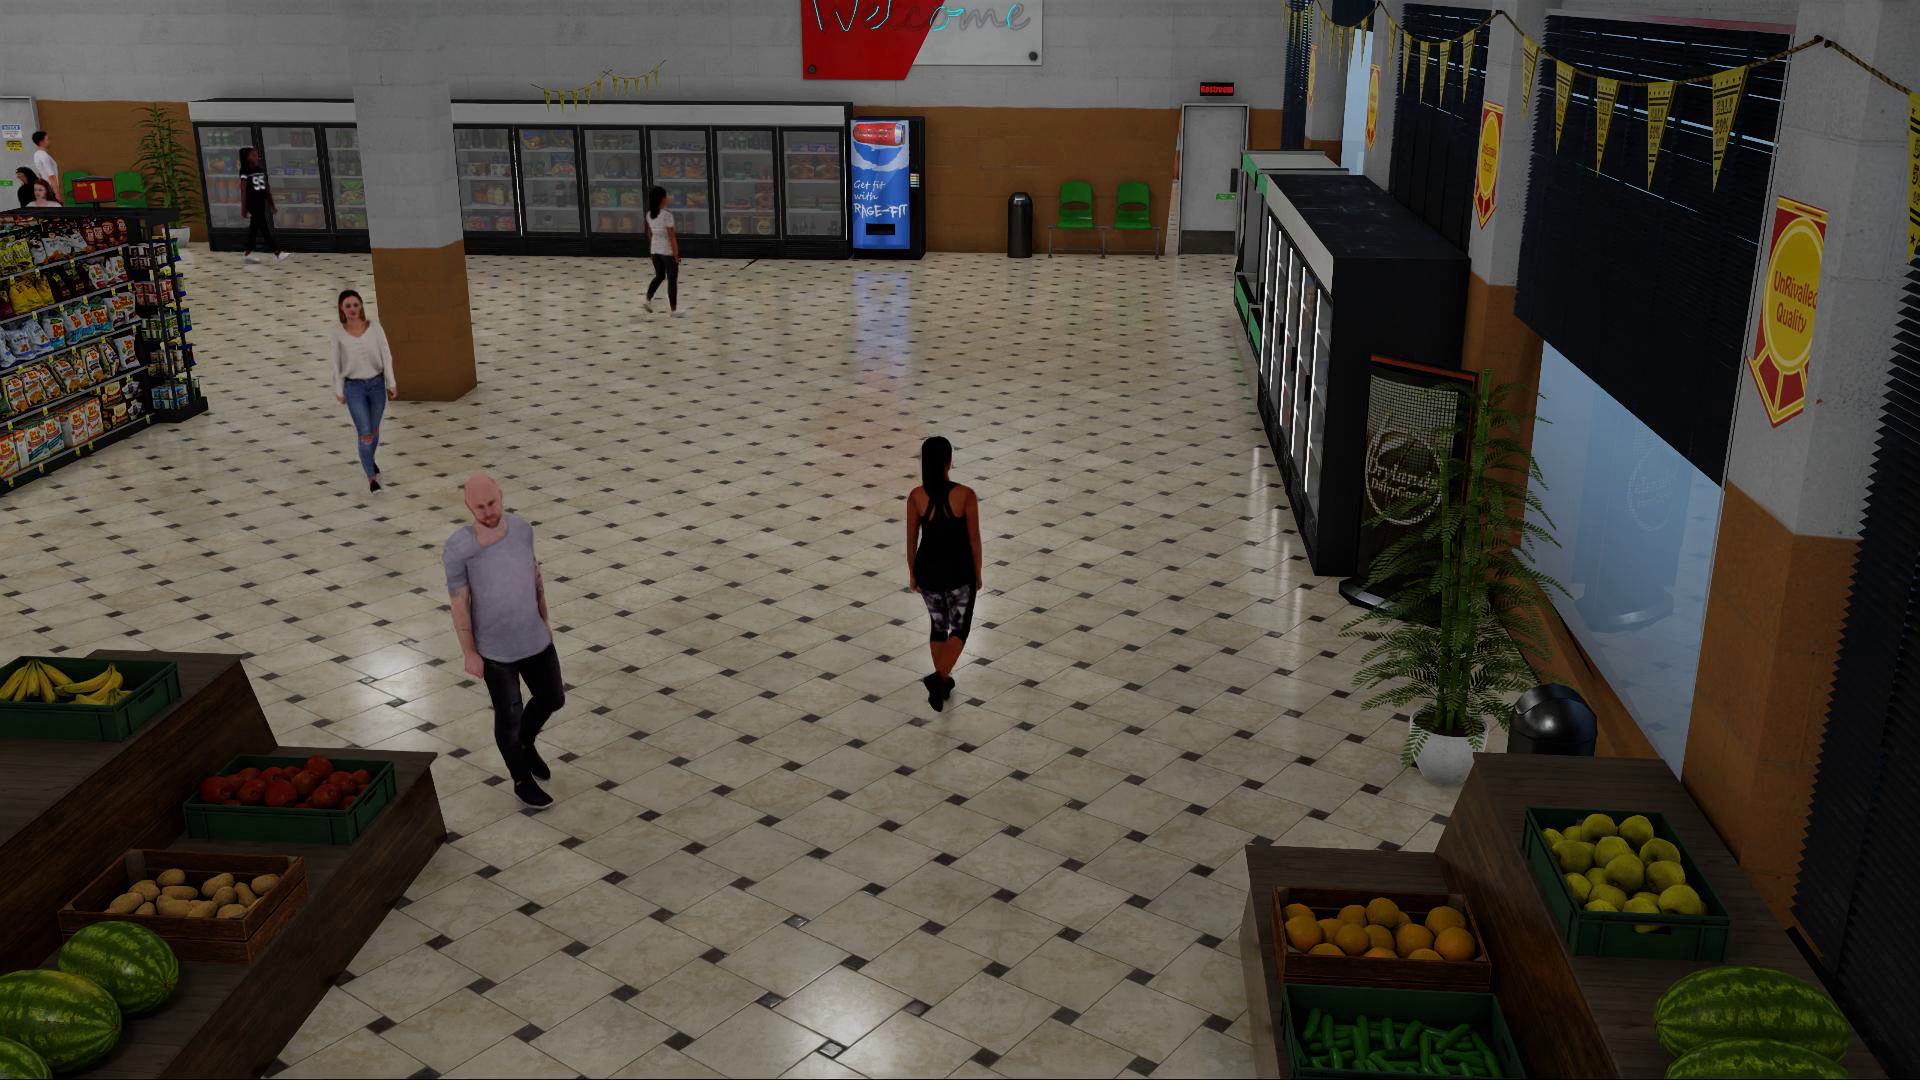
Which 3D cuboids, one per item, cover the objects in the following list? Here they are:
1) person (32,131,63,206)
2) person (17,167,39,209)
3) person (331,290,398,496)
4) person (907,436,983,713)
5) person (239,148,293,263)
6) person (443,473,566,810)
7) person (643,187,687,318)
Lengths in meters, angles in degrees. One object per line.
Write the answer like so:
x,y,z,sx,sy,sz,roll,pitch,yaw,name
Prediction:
-14.305,-5.480,26.146,0.795,1.851,0.750,-17,25,-41,person
-13.077,-4.552,23.813,0.873,1.584,0.808,13,22,33,person
-4.985,-1.249,13.915,1.031,1.649,1.186,-11,21,-29,person
-0.104,0.219,9.568,0.663,1.644,0.929,4,19,12,person
-10.619,-4.978,24.910,0.805,1.690,1.107,4,19,13,person
-2.355,0.505,8.461,0.938,1.810,0.853,14,23,35,person
-3.769,-3.595,20.897,0.819,1.633,0.941,13,22,33,person
